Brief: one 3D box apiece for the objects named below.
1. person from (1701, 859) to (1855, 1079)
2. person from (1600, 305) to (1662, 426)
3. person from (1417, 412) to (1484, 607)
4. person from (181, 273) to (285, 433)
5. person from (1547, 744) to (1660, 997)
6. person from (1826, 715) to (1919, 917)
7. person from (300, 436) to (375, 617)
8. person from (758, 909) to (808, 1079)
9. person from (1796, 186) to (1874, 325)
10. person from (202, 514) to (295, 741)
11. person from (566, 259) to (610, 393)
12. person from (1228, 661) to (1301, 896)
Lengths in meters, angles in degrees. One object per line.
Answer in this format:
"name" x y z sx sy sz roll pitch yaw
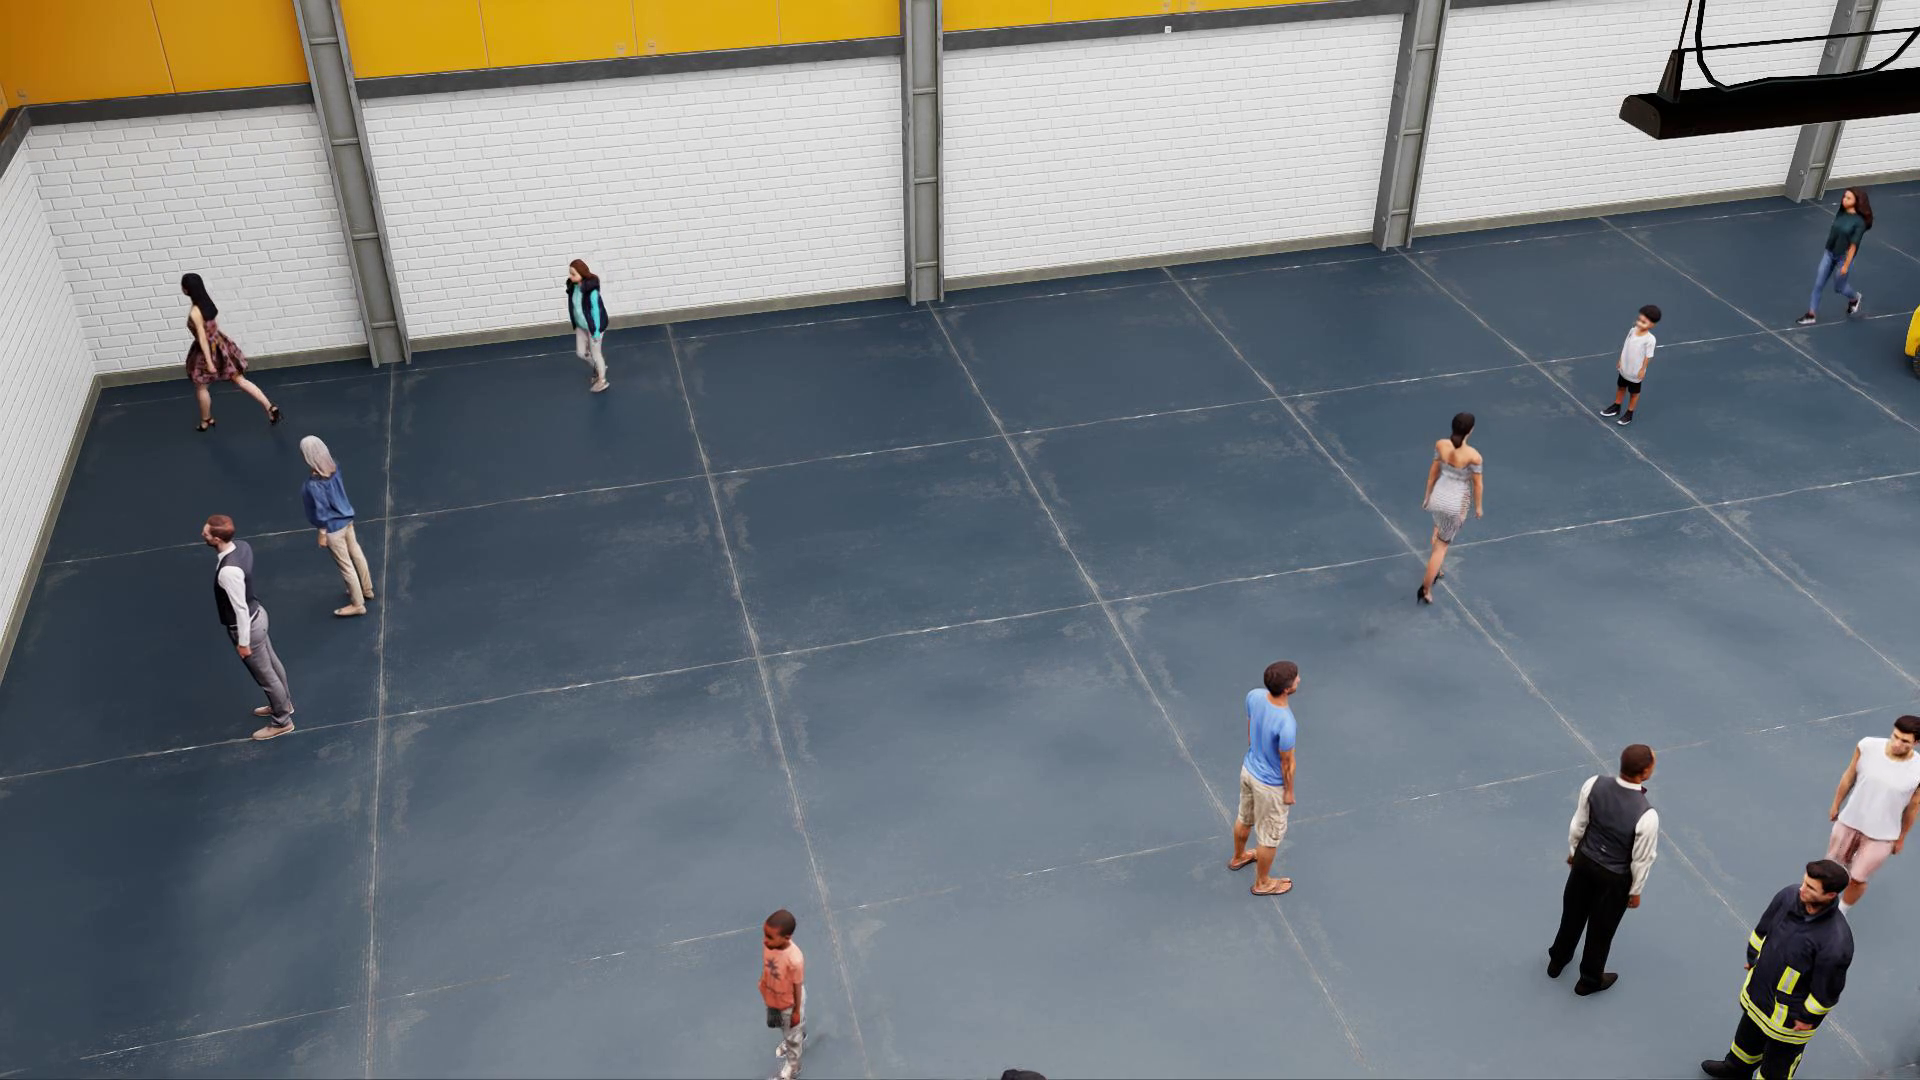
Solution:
"person" 4.793 2.566 9.610 0.665 1.928 0.796 -6 34 -9
"person" 6.798 -1.787 16.759 0.578 1.263 0.546 -19 38 -26
"person" 4.029 -0.221 13.914 0.868 1.805 0.767 -25 41 -32
"person" -7.232 -1.790 16.336 1.232 1.737 0.865 2 34 3
"person" 4.024 2.053 10.390 0.737 1.918 0.773 -24 40 -31
"person" 6.000 1.811 10.888 1.065 1.771 0.904 -28 43 -35
"person" -5.203 -0.134 13.881 0.669 1.698 0.683 2 34 3
"person" -1.029 2.696 9.969 0.629 1.315 0.709 28 42 35
"person" 9.850 -3.147 18.504 0.980 1.596 0.631 -11 35 -16
"person" -5.354 0.630 12.513 0.529 1.938 0.652 -9 35 -13
"person" -3.789 -2.250 17.255 0.695 1.486 0.752 20 39 28
"person" 2.057 1.576 11.158 0.627 1.864 0.687 -15 36 -21
